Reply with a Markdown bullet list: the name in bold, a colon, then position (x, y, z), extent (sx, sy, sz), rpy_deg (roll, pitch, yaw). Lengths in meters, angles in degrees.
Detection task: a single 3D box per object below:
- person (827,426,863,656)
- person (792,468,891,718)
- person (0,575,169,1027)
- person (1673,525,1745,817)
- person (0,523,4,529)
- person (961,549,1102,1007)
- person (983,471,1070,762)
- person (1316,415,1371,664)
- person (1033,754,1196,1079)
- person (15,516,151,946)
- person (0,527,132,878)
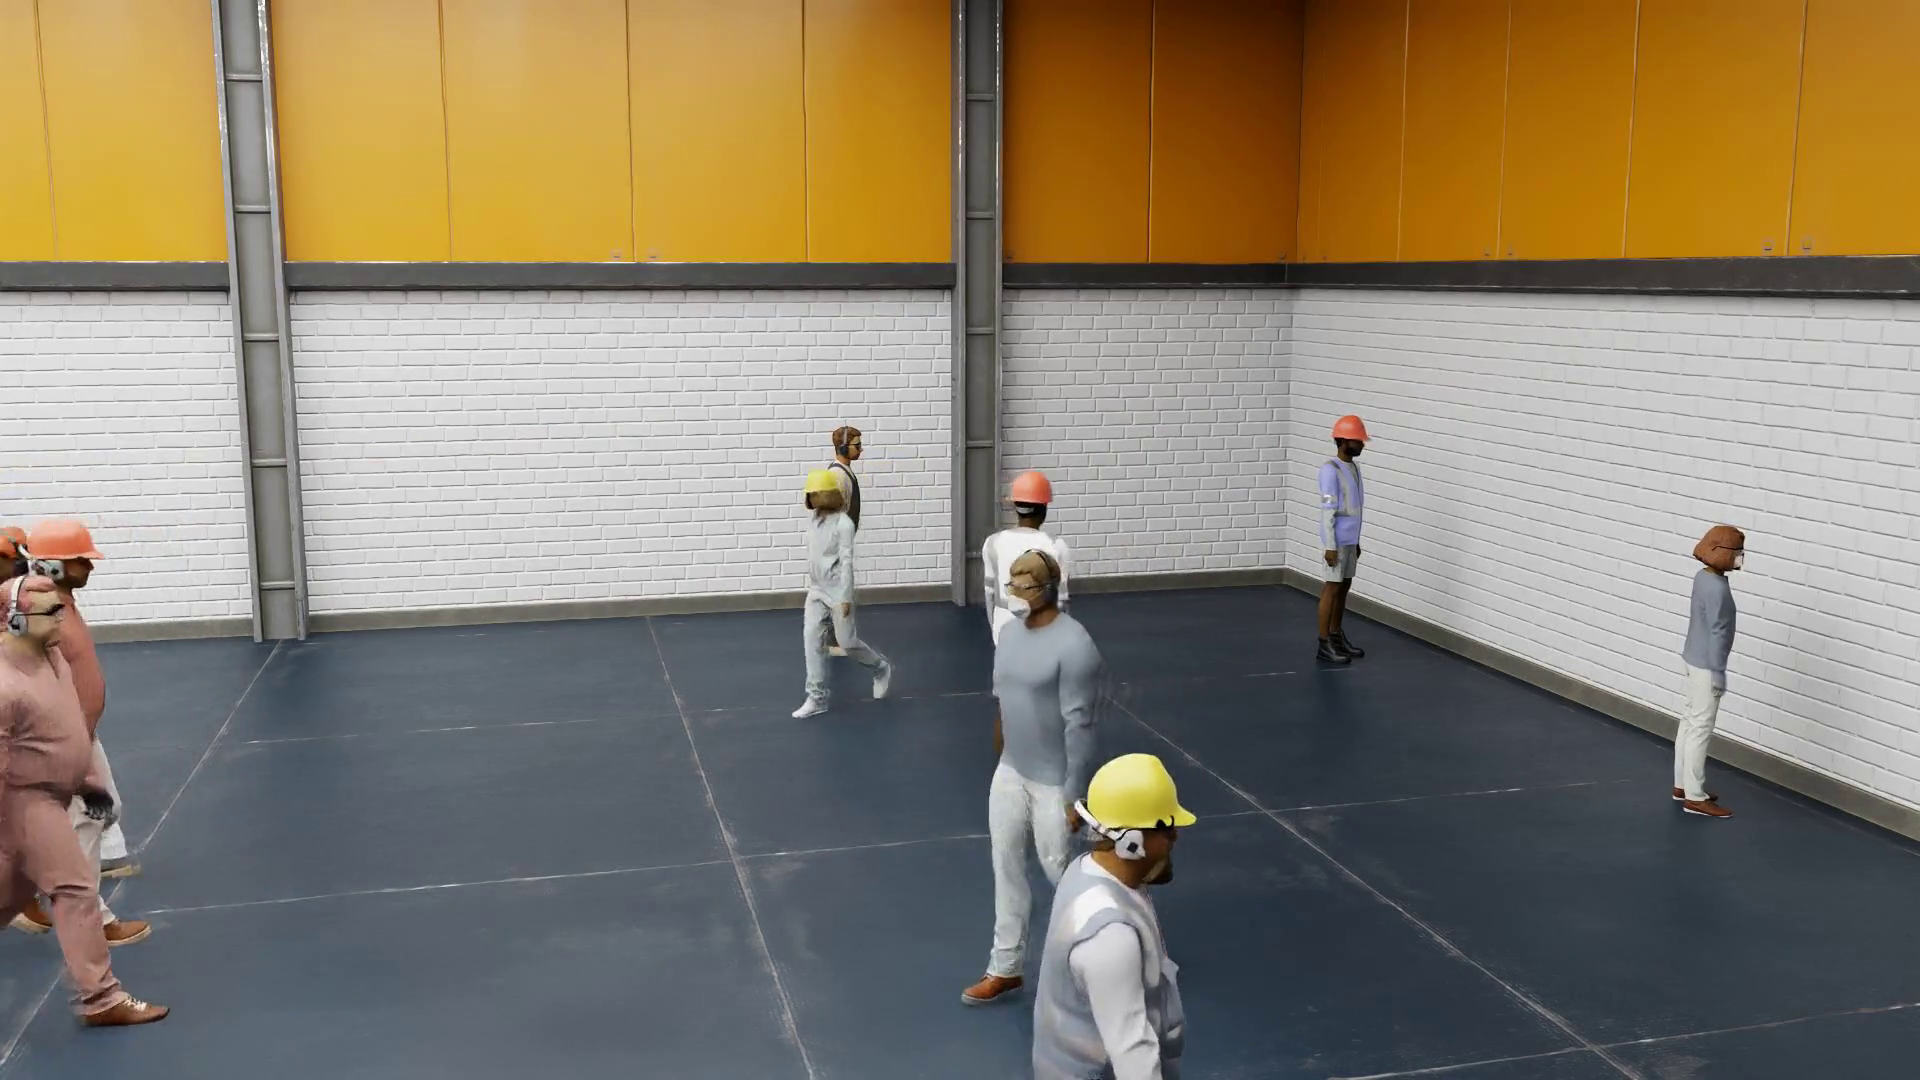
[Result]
- **person**: position (-0.927, 0.008, 13.241), extent (0.341, 1.839, 0.501), rpy_deg (0, 9, 1)
- **person**: position (-0.840, 0.341, 11.509), extent (0.494, 1.714, 0.747), rpy_deg (8, 12, 41)
- **person**: position (-3.764, 1.053, 6.631), extent (0.954, 1.870, 0.638), rpy_deg (-2, 9, -15)
- **person**: position (4.233, 0.724, 9.391), extent (0.286, 1.632, 0.501), rpy_deg (2, 9, 13)
- **person**: position (-6.112, 0.468, 10.201), extent (0.661, 1.890, 0.552), rpy_deg (-1, 9, -4)
- **person**: position (0.400, 0.971, 6.986), extent (0.845, 1.918, 0.637), rpy_deg (-6, 11, -35)
- **person**: position (0.432, 0.551, 9.598), extent (0.559, 1.901, 0.883), rpy_deg (5, 10, 27)
- **person**: position (3.013, -0.009, 13.024), extent (0.362, 1.934, 0.551), rpy_deg (6, 11, 35)
- **person**: position (0.410, 1.448, 4.427), extent (0.921, 1.787, 0.597), rpy_deg (1, 9, 7)
- **person**: position (-4.004, 0.872, 7.380), extent (0.534, 1.975, 0.627), rpy_deg (-3, 10, -20)
- **person**: position (-4.570, 0.842, 8.028), extent (0.991, 1.826, 0.623), rpy_deg (-5, 10, -29)
